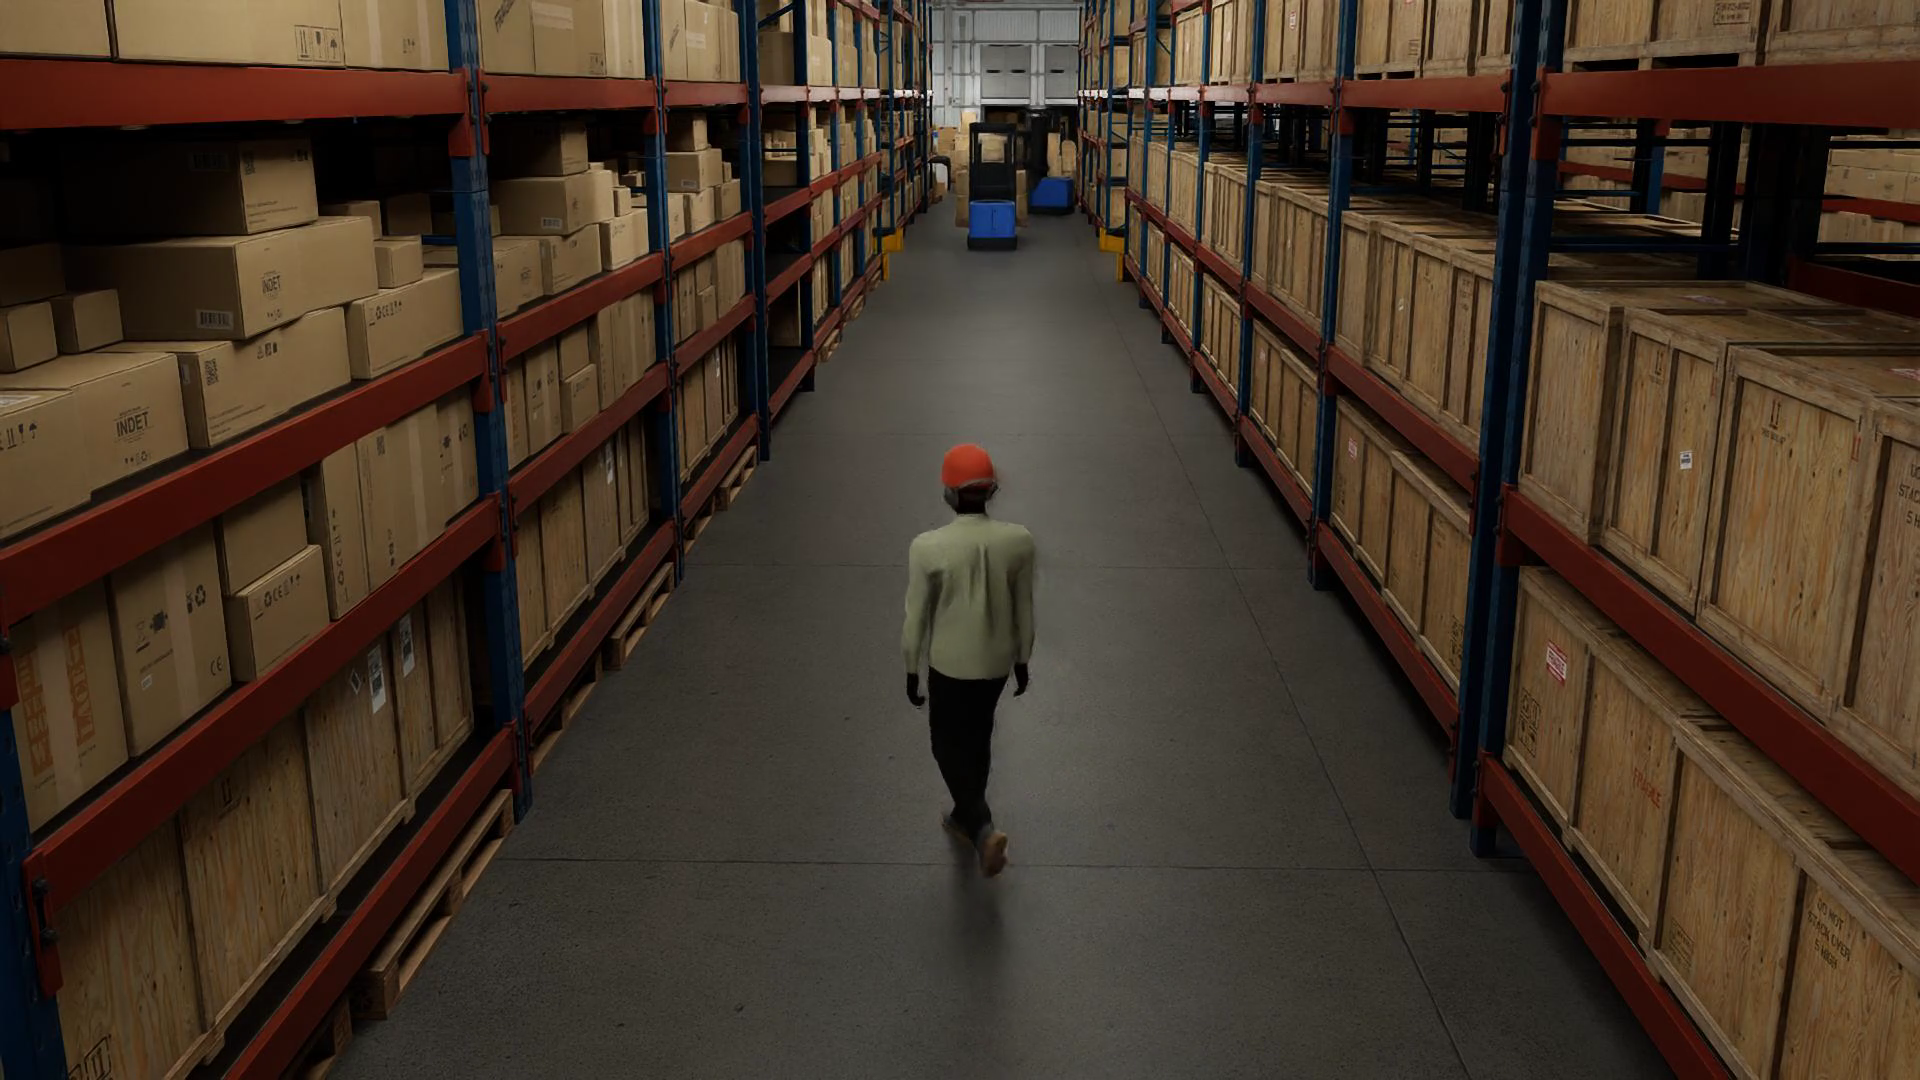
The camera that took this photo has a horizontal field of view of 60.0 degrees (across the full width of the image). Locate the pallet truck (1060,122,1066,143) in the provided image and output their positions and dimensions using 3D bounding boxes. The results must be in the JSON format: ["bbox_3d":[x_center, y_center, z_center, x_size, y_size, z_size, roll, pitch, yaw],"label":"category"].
[{"bbox_3d":[5.788,-21.111,88.014,1.885,1.965,0.823,5,16,18],"label":"pallet truck"}]

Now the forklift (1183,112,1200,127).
[{"bbox_3d":[8.074,-13.541,58.173,1.129,2.768,1.873,0,15,1],"label":"forklift"}]

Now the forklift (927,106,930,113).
[{"bbox_3d":[-2.001,-20.667,84.687,1.129,2.768,1.873,0,15,2],"label":"forklift"}]

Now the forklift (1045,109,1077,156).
[{"bbox_3d":[3.976,-17.027,71.143,1.873,2.768,1.129,-8,17,-28],"label":"forklift"}]

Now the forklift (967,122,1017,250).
[{"bbox_3d":[0.740,-8.051,37.747,1.129,2.768,1.873,0,15,1],"label":"forklift"}]

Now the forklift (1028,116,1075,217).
[{"bbox_3d":[2.306,-10.742,47.760,1.873,2.768,1.129,4,16,15],"label":"forklift"}]

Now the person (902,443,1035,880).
[{"bbox_3d":[0.062,0.546,7.496,0.625,1.968,0.837,-6,16,-22],"label":"person"}]
